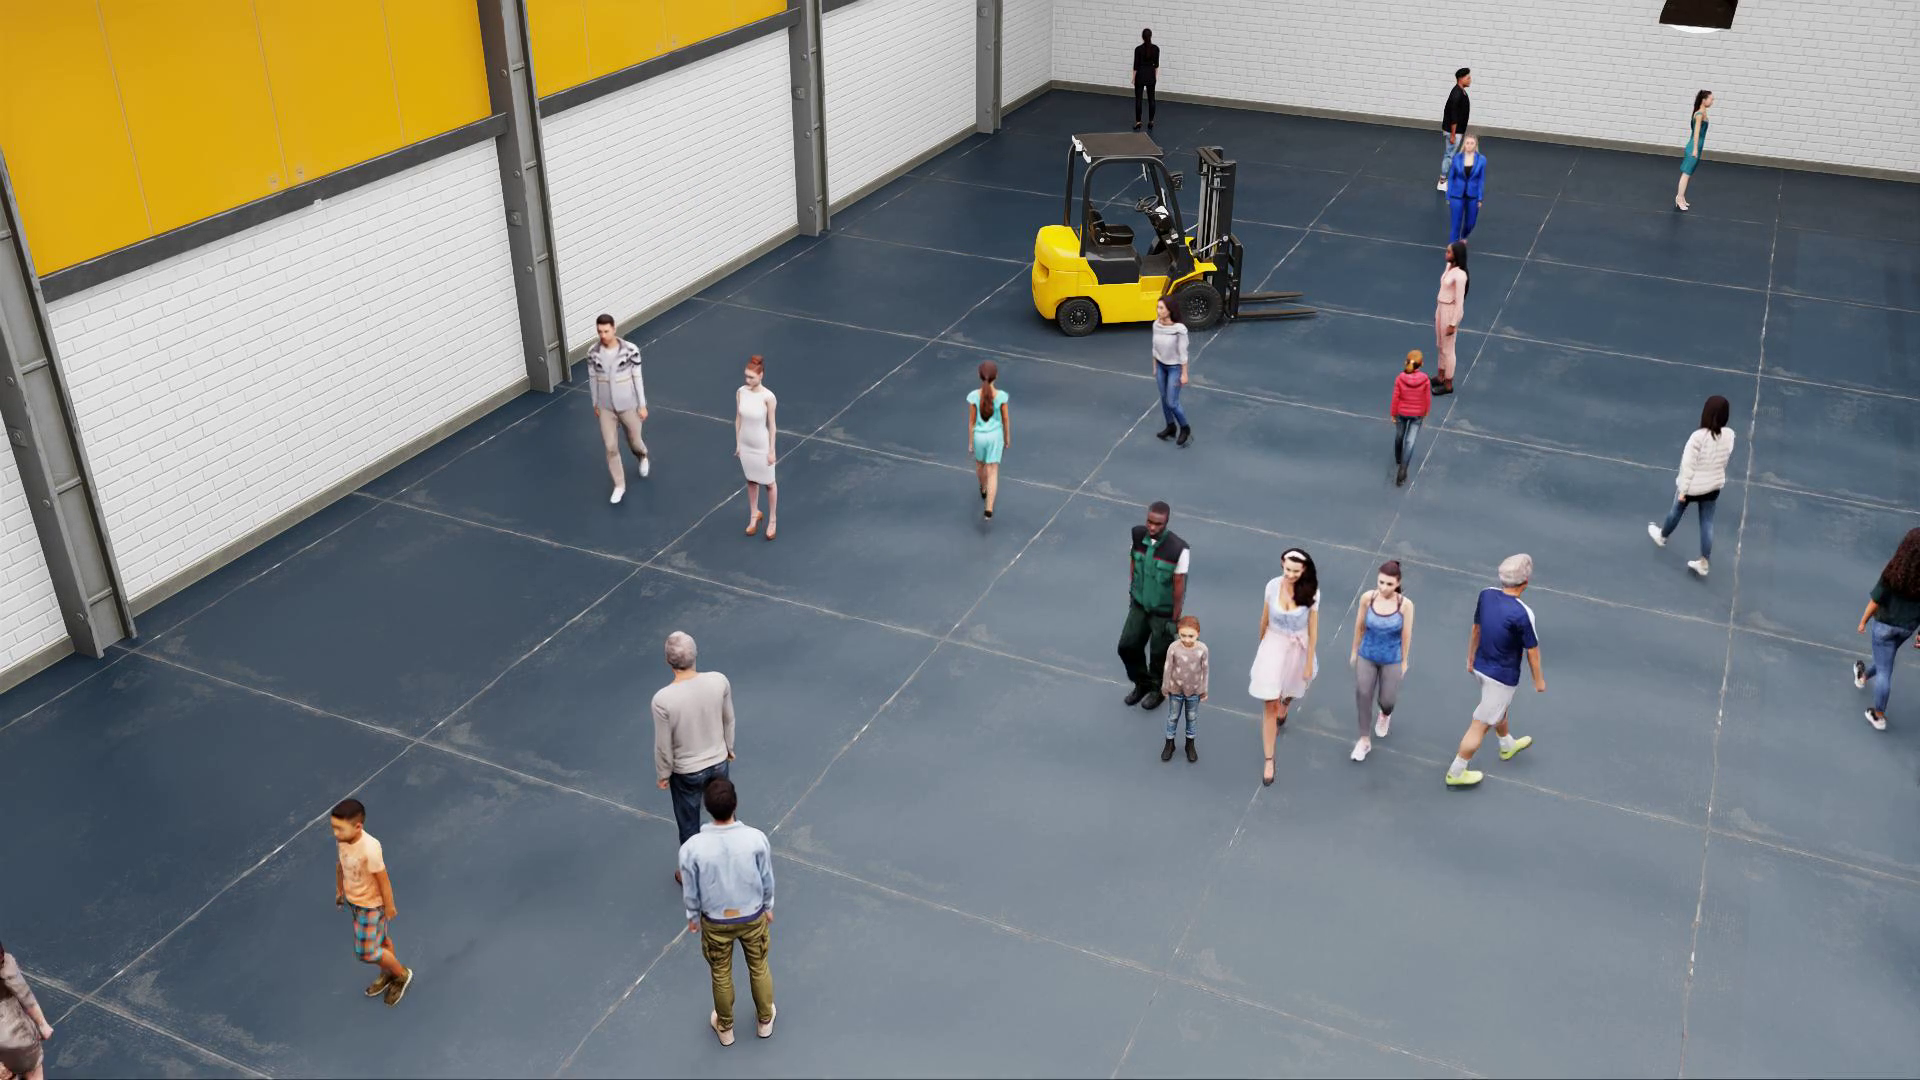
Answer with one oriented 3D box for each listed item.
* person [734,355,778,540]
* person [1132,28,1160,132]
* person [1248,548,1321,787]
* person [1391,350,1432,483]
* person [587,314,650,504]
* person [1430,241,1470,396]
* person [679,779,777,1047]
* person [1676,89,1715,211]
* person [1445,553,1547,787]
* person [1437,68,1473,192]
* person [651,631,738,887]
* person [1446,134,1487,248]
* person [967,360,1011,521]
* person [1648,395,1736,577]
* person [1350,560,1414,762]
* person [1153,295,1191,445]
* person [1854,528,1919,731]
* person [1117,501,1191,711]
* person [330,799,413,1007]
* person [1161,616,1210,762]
[{"bbox_3d":[-1.827,-0.841,15.089,0.557,1.801,0.461,13,31,22],"label":"person"},{"bbox_3d":[3.095,-7.706,27.821,0.691,1.660,0.730,-6,29,-12],"label":"person"},{"bbox_3d":[2.386,0.819,12.086,0.787,1.762,1.250,8,30,14],"label":"person"},{"bbox_3d":[4.398,-1.191,16.273,0.547,1.283,0.928,10,30,18],"label":"person"},{"bbox_3d":[-3.247,-1.314,15.926,0.944,1.831,1.117,1,29,1],"label":"person"},{"bbox_3d":[5.313,-2.417,18.064,0.757,1.719,0.624,-2,29,-3],"label":"person"},{"bbox_3d":[-1.310,2.152,9.593,0.756,1.810,0.784,-6,29,-11],"label":"person"},{"bbox_3d":[10.587,-5.634,23.992,0.622,1.691,0.429,15,32,26],"label":"person"},{"bbox_3d":[3.722,0.971,11.779,1.144,1.790,1.081,-10,30,-17],"label":"person"},{"bbox_3d":[7.360,-6.141,24.800,0.749,1.806,0.534,11,31,20],"label":"person"},{"bbox_3d":[-1.697,1.455,10.775,0.764,1.903,0.889,-19,34,-31],"label":"person"},{"bbox_3d":[6.660,-4.525,21.961,0.698,1.689,0.821,8,30,14],"label":"person"},{"bbox_3d":[0.261,-0.904,15.494,0.847,1.525,1.137,1,29,2],"label":"person"},{"bbox_3d":[6.540,-0.448,14.586,1.032,1.594,1.170,-5,29,-10],"label":"person"},{"bbox_3d":[3.105,0.848,12.200,0.594,1.603,0.773,15,32,25],"label":"person"},{"bbox_3d":[2.165,-1.734,16.925,0.772,1.611,0.742,-22,35,-34],"label":"person"},{"bbox_3d":[7.051,0.698,12.490,0.814,1.589,1.066,2,29,4],"label":"person"},{"bbox_3d":[1.541,0.471,12.664,0.772,1.820,0.743,20,35,32],"label":"person"},{"bbox_3d":[-3.511,2.122,10.023,0.592,1.452,0.609,21,35,33],"label":"person"},{"bbox_3d":[1.659,1.073,12.214,0.544,1.194,0.542,3,29,6],"label":"person"}]
